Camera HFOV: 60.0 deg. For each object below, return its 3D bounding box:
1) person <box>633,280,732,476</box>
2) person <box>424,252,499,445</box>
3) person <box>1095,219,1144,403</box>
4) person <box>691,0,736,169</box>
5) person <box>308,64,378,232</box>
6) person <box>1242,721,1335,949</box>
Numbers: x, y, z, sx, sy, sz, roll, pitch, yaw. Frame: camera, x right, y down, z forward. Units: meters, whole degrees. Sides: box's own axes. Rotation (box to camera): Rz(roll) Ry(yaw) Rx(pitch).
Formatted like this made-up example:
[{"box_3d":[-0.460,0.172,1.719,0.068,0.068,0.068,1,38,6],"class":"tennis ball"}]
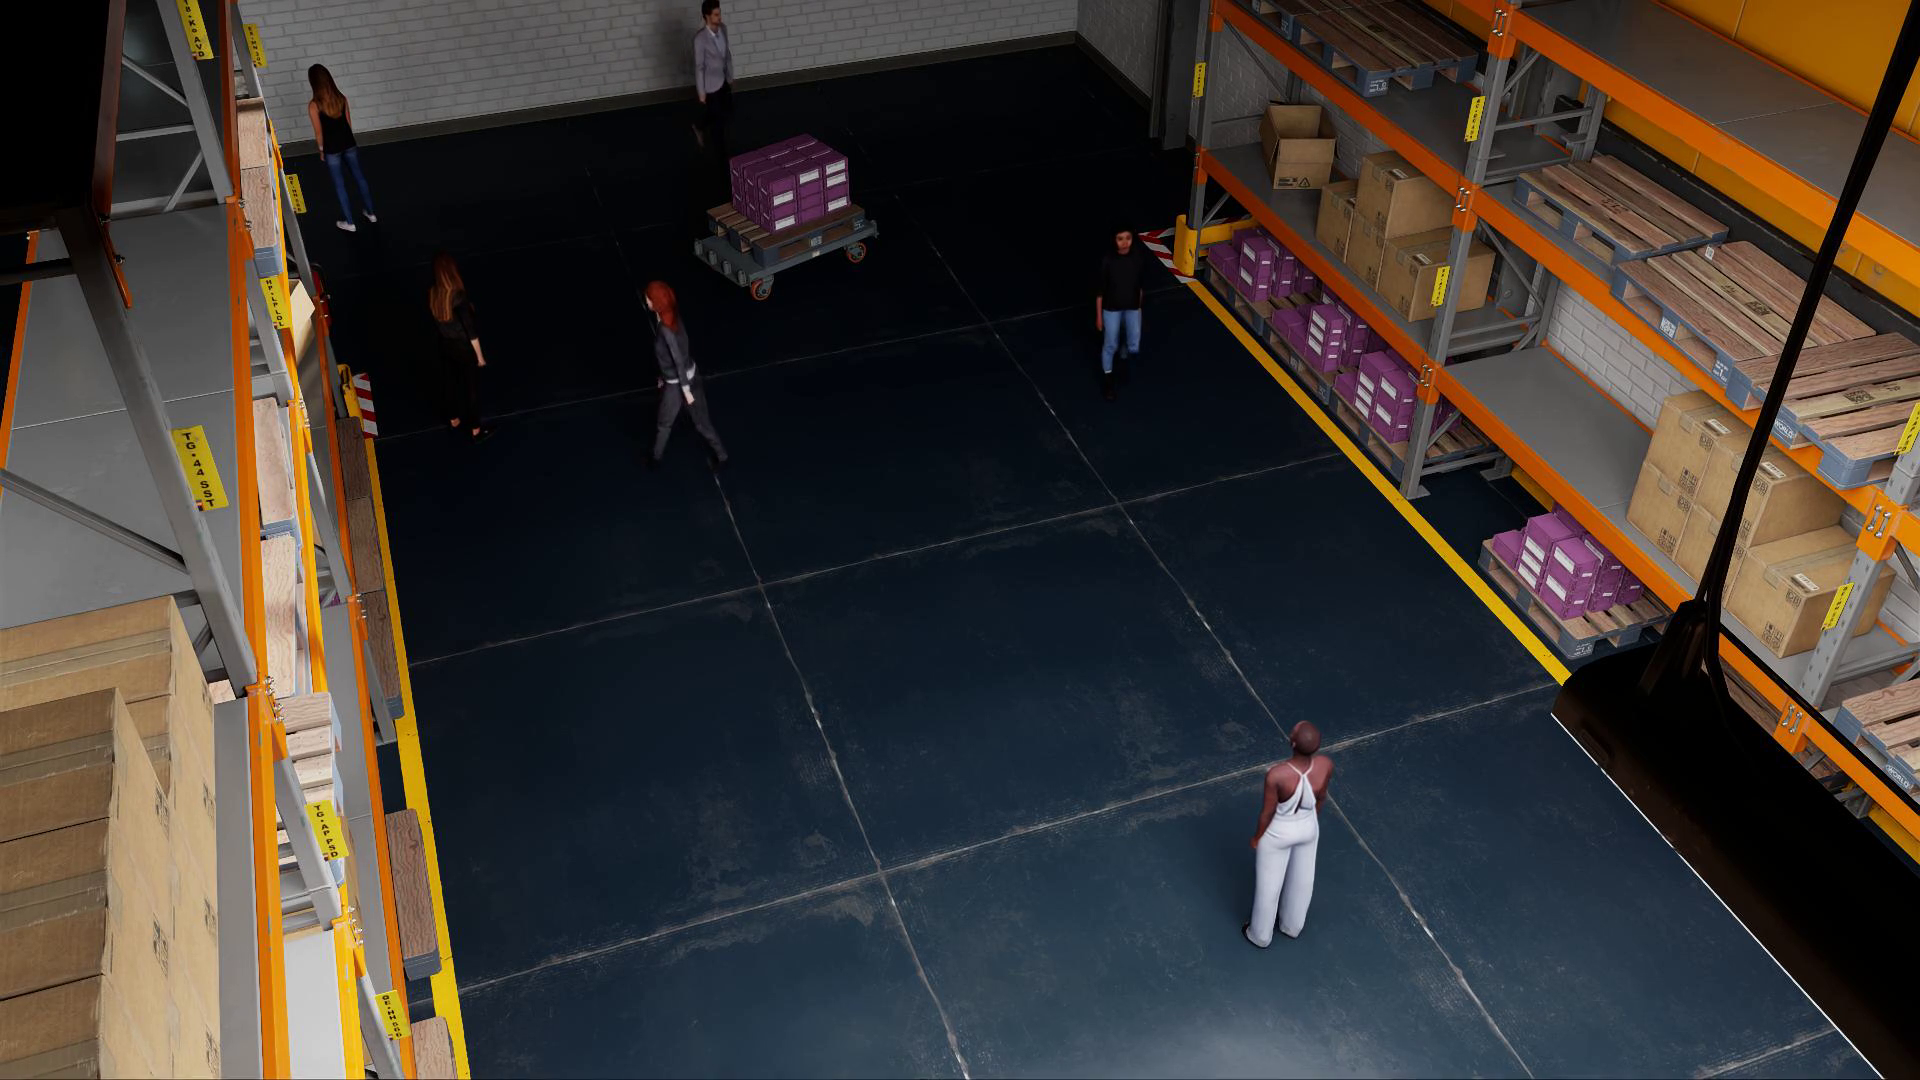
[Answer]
[{"box_3d":[-2.170,-1.233,13.330,0.918,1.715,1.060,-7,39,-8],"class":"person"},{"box_3d":[-4.187,-1.589,13.781,0.670,1.708,0.746,21,43,24],"class":"person"},{"box_3d":[1.354,-2.017,14.331,0.630,1.691,0.696,-8,39,-9],"class":"person"},{"box_3d":[-2.700,-4.917,17.850,1.115,1.830,1.013,21,43,25],"class":"person"},{"box_3d":[-6.248,-3.952,16.729,0.672,1.722,0.670,28,47,31],"class":"person"},{"box_3d":[1.897,1.706,9.594,0.565,1.784,0.465,-13,40,-16],"class":"person"}]
